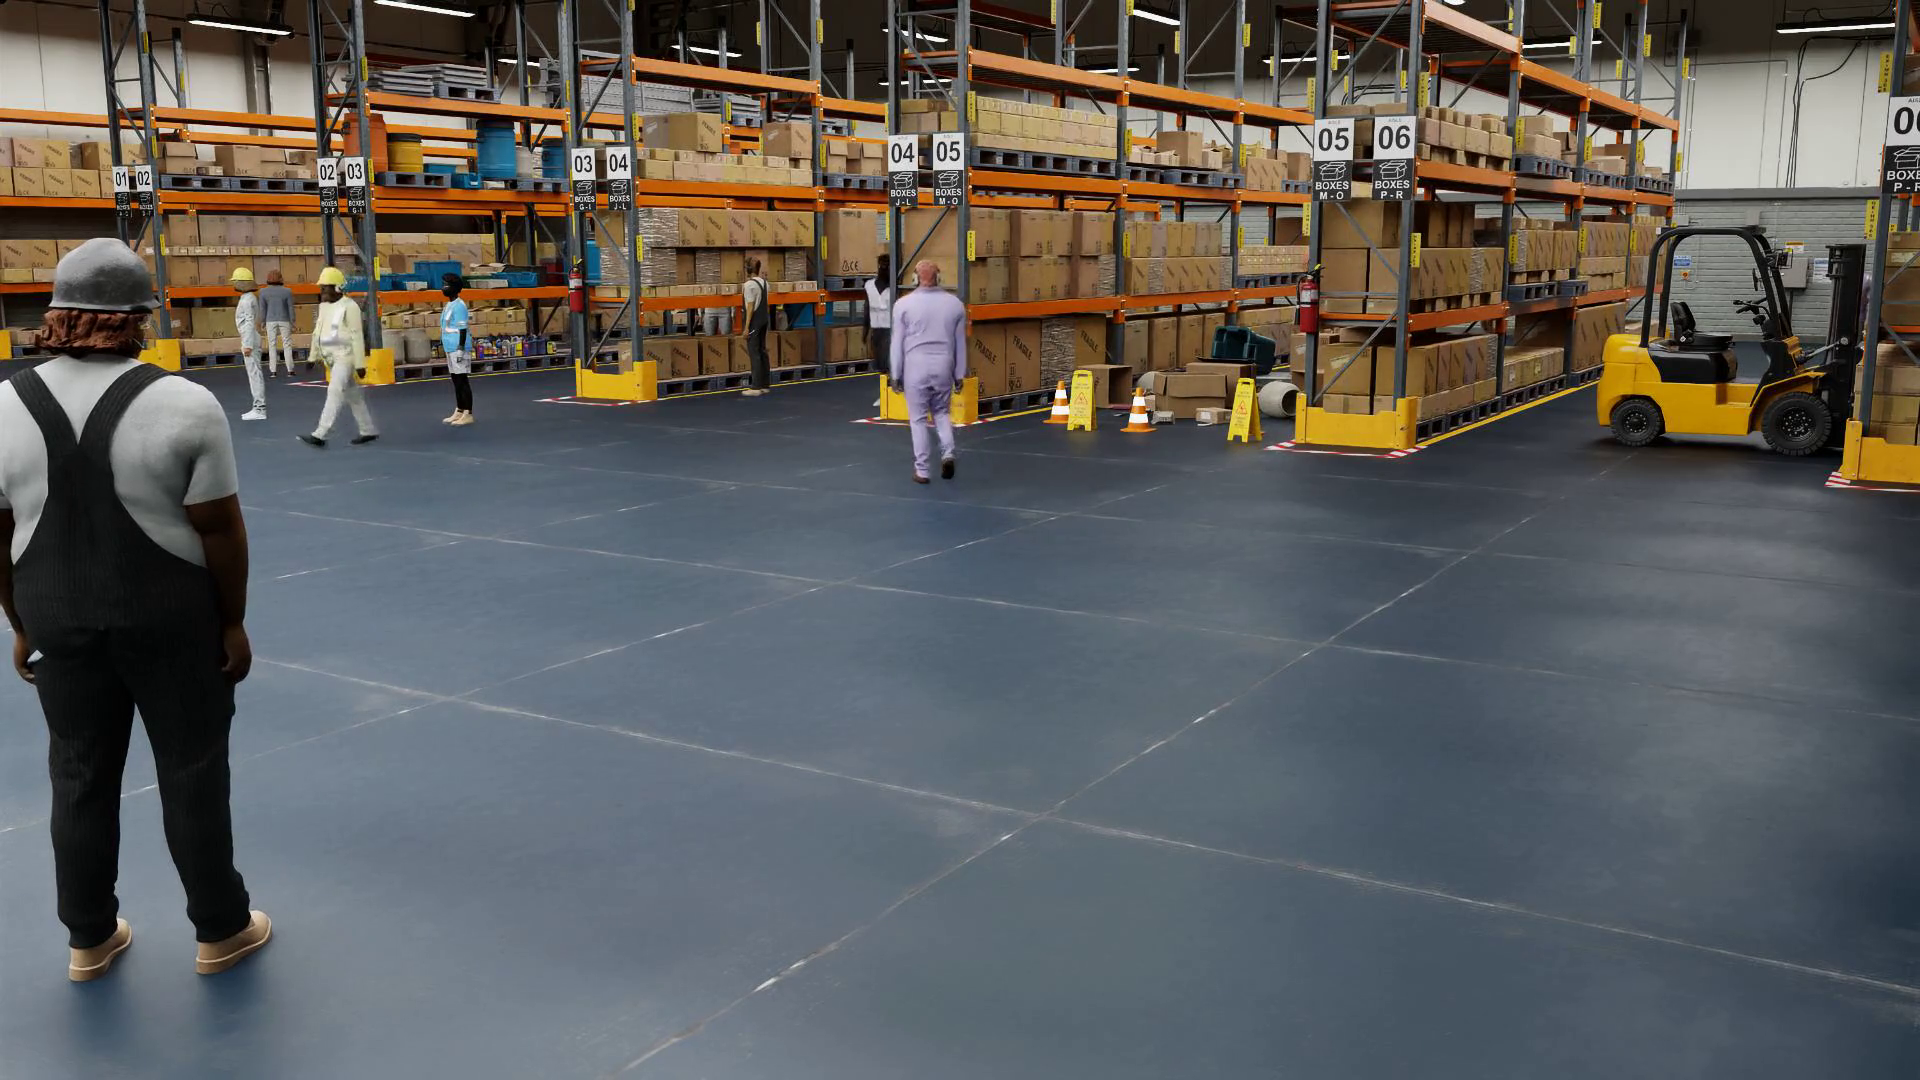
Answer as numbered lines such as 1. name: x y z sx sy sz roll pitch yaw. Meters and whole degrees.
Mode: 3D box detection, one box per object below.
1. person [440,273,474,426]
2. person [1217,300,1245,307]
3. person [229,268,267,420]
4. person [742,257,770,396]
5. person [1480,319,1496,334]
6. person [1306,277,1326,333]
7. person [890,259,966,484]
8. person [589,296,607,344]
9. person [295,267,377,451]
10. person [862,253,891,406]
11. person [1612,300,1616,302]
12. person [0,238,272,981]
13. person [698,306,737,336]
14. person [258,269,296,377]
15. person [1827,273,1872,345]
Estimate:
1. person: -5.613 -2.118 18.517 0.316 1.696 0.541 -6 12 -32
2. person: 5.036 -4.281 30.825 0.536 1.624 0.375 8 13 39
3. person: -8.206 -2.255 19.181 0.326 1.749 0.496 -4 11 -21
4. person: -2.723 -2.835 22.117 0.329 1.844 0.515 4 11 23
5. person: 9.872 -4.435 30.882 0.544 1.910 0.778 8 13 37
6. person: 5.060 -3.156 23.839 0.377 1.892 0.727 8 13 39
7. person: -0.282 -1.413 14.052 0.641 1.891 0.415 -4 11 -20
8. person: -7.424 -4.877 33.288 0.621 1.941 0.755 5 12 28
9. person: -6.201 -1.788 16.425 0.606 1.776 0.941 10 14 43
10. person: -0.921 -2.642 20.878 0.601 1.904 0.716 5 11 28
11. person: 12.587 -4.693 32.508 0.550 1.848 0.579 -3 11 -16
12. person: -2.281 0.196 4.592 0.683 2.000 0.537 -1 10 -5
13. person: -3.686 -3.440 25.286 0.624 1.931 0.371 0 10 0
14. person: -10.357 -3.290 25.258 0.508 1.632 0.270 -3 11 -18
15. person: 12.774 -3.183 23.870 0.580 1.918 0.401 5 11 28
